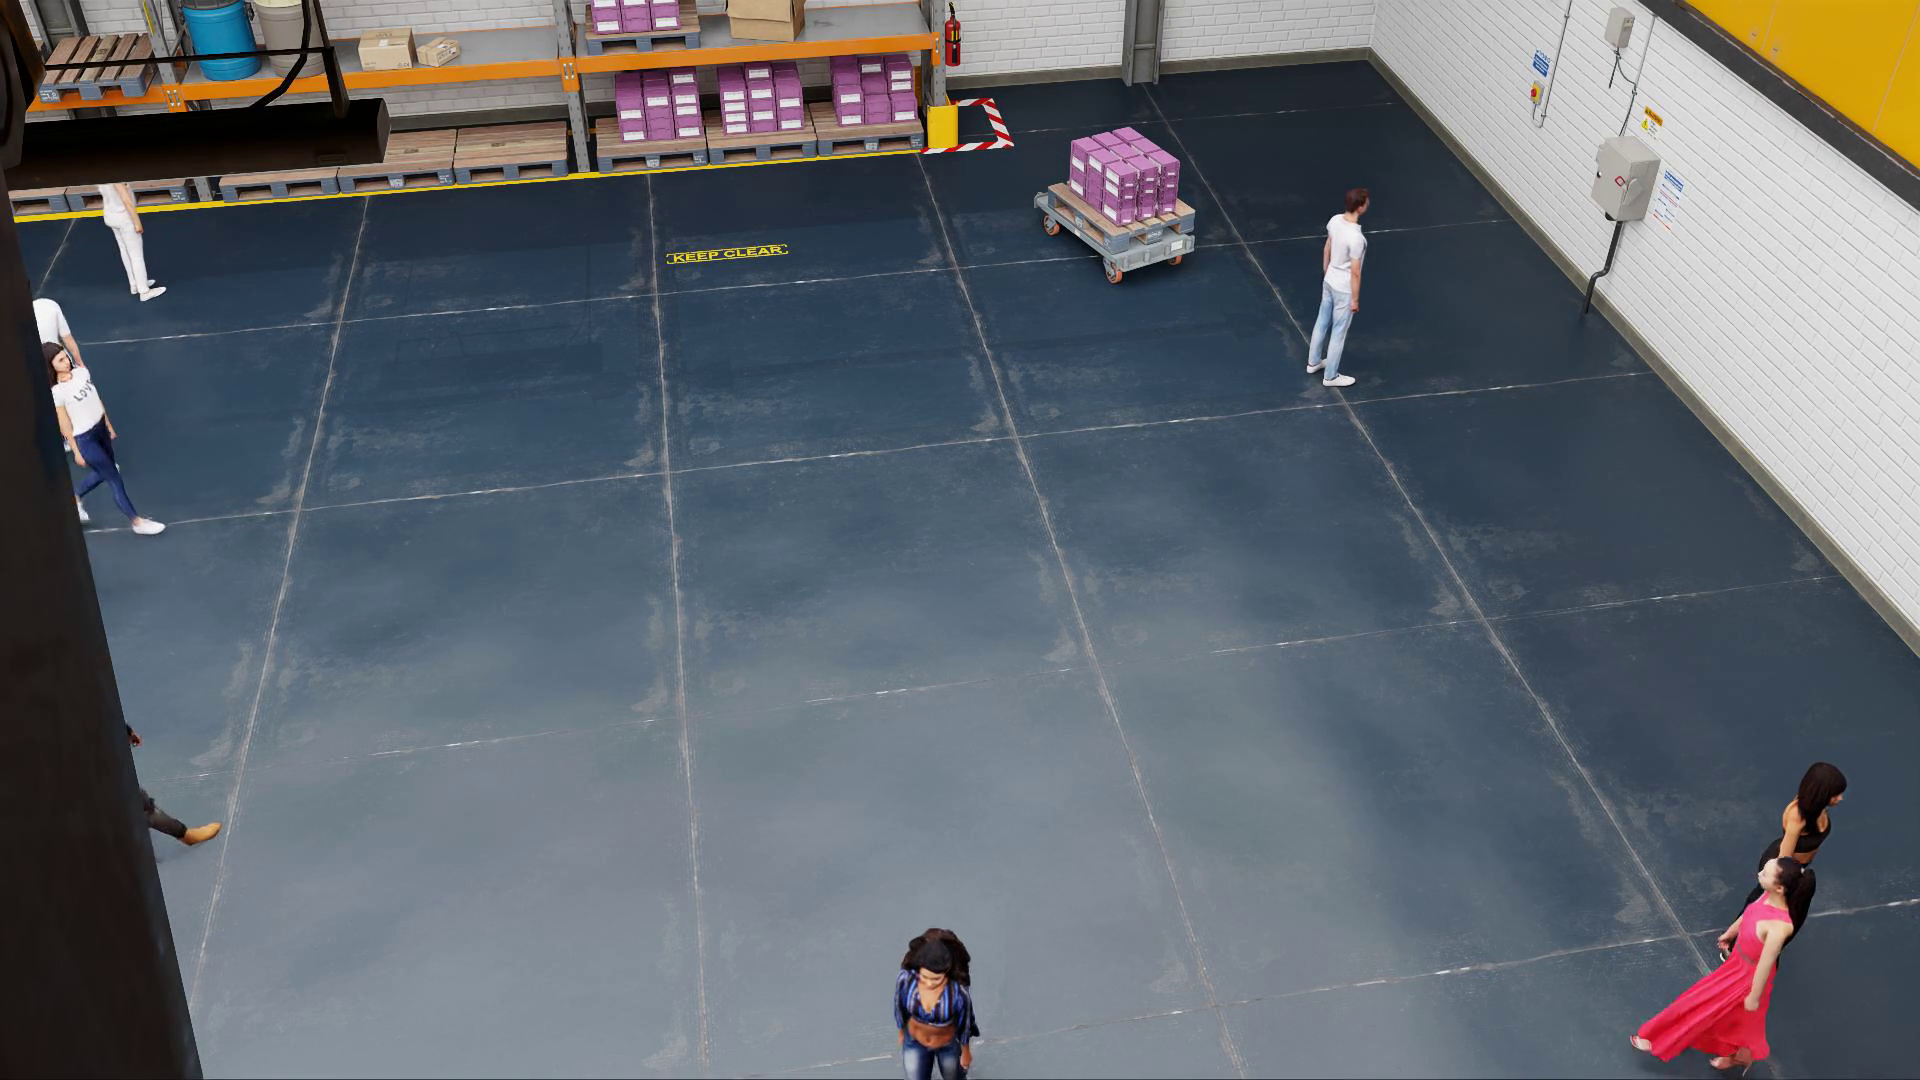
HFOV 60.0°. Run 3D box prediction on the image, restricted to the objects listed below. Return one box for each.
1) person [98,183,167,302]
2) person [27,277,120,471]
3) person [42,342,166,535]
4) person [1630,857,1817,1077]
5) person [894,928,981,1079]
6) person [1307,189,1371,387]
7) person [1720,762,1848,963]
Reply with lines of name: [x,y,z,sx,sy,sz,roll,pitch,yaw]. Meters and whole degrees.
person: [-8.002,-3.088,15.840,0.672,1.671,0.732,24,44,27]
person: [-7.331,-1.320,13.520,1.279,1.804,1.148,19,42,22]
person: [-6.795,-0.767,12.867,1.115,1.753,0.784,3,39,4]
person: [4.346,2.364,8.994,1.045,1.694,0.914,15,41,18]
person: [-0.109,2.600,8.774,0.984,1.600,0.924,9,40,11]
person: [3.343,-2.232,14.623,0.601,1.852,0.698,-13,40,-16]
person: [4.765,1.881,9.639,0.680,1.644,0.603,28,46,30]
